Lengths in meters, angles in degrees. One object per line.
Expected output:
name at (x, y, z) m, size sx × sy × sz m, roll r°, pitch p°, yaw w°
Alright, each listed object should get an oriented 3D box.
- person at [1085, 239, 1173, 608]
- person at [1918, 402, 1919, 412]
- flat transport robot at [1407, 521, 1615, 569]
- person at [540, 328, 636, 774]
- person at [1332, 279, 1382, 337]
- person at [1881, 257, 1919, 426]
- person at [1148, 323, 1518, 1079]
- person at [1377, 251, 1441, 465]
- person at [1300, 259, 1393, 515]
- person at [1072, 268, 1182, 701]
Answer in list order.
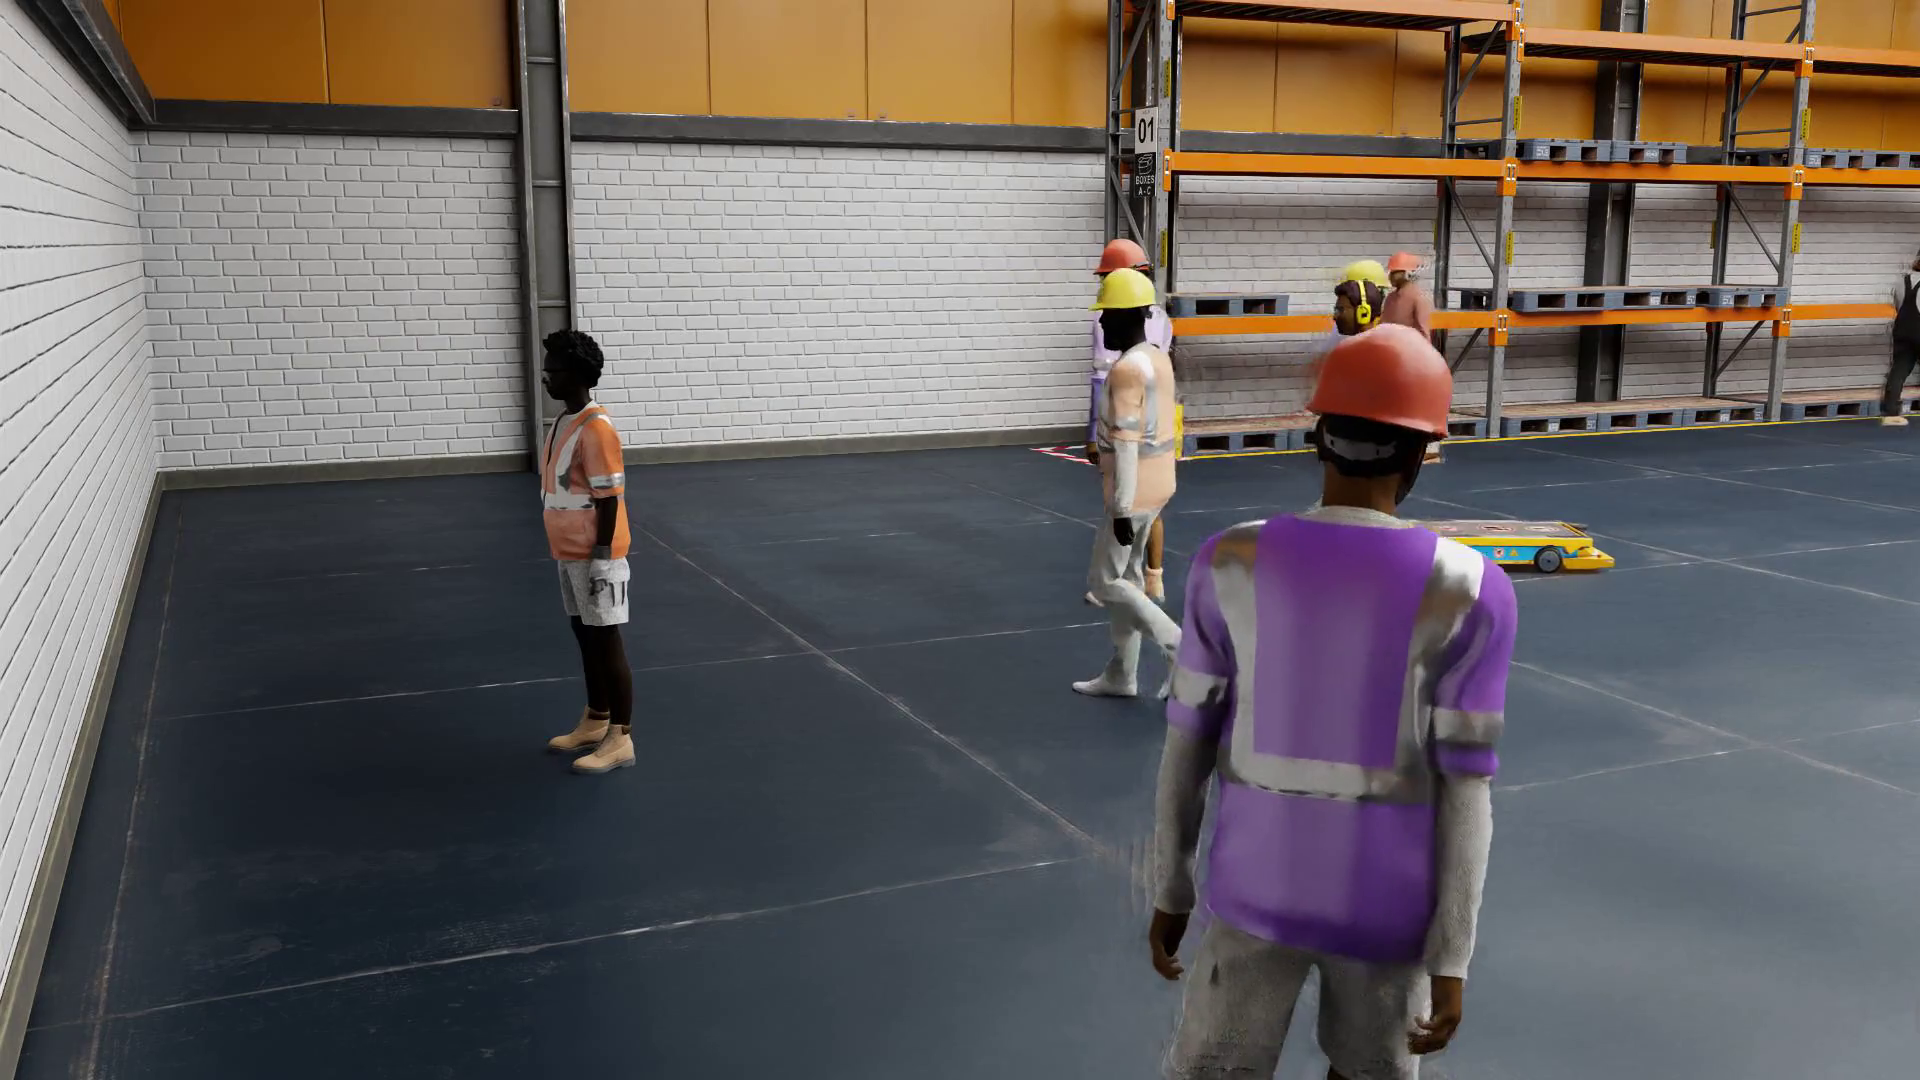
person at (0.913, -0.640, 9.243) m, size 0.408 × 2.036 × 0.609 m, roll 9°, pitch 14°, yaw 42°
person at (7.530, -1.104, 12.418) m, size 1.004 × 1.828 × 0.595 m, roll -8°, pitch 13°, yaw -39°
flat transport robot at (3.294, 0.021, 10.475) m, size 1.431 × 0.197 × 0.652 m, roll 0°, pitch 10°, yaw 3°
person at (-1.438, 0.043, 6.379) m, size 0.317 × 1.695 × 0.540 m, roll -6°, pitch 12°, yaw -28°
person at (1.931, -0.386, 8.393) m, size 0.934 × 1.824 × 0.543 m, roll 0°, pitch 10°, yaw 0°
person at (10.660, -2.270, 18.305) m, size 1.005 × 2.000 × 0.689 m, roll -3°, pitch 11°, yaw -19°
person at (0.562, 0.609, 2.681) m, size 0.570 × 1.898 × 0.857 m, roll 4°, pitch 11°, yaw 22°
person at (3.931, -1.616, 14.954) m, size 1.044 × 1.936 × 0.605 m, roll -1°, pitch 10°, yaw -8°
person at (2.355, -0.758, 10.229) m, size 0.577 × 1.914 × 0.598 m, roll 0°, pitch 10°, yaw 2°
person at (0.781, -0.216, 7.223) m, size 0.549 × 1.910 × 0.593 m, roll 4°, pitch 11°, yaw 22°
